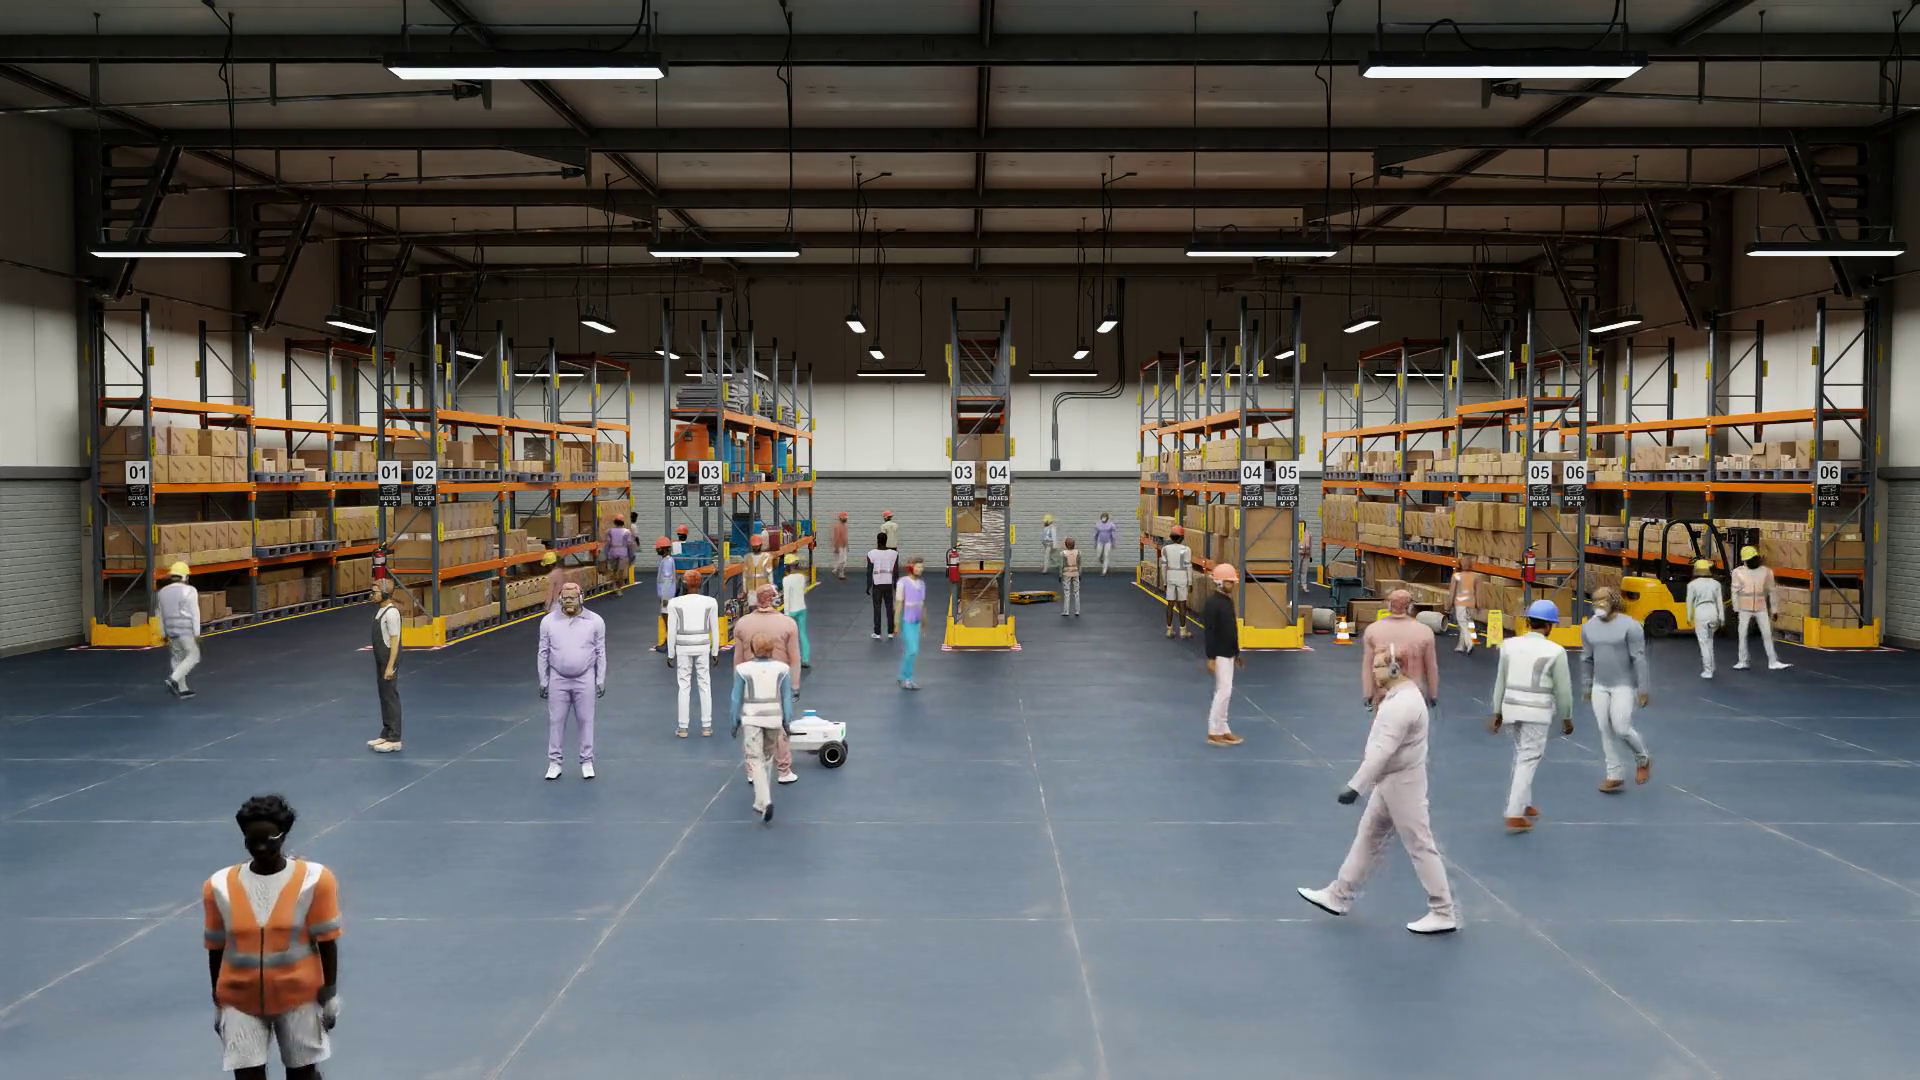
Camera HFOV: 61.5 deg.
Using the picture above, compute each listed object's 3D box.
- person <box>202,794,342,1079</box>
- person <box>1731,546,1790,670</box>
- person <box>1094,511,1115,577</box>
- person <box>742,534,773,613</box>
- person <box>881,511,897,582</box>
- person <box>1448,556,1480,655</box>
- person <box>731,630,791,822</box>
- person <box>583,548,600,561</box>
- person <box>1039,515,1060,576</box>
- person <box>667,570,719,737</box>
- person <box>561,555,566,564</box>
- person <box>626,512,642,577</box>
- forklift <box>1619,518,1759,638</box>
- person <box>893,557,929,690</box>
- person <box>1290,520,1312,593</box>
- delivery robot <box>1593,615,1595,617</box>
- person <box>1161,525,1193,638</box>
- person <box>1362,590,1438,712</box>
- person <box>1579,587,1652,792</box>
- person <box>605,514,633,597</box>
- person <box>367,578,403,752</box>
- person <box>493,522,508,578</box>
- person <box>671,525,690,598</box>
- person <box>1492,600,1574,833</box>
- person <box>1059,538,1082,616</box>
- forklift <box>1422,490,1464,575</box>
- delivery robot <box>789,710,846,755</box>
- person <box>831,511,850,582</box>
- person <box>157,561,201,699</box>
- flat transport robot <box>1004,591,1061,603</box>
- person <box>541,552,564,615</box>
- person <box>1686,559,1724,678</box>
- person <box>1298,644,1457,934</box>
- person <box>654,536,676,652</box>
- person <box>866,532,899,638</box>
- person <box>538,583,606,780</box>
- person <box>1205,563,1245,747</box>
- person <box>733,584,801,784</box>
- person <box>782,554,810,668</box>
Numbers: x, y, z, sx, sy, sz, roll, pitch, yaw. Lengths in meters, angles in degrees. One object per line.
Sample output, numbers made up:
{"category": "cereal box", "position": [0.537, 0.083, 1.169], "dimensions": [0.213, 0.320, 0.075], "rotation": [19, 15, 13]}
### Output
{"category": "person", "position": [-2.792, 1.842, 6.603], "dimensions": [0.534, 1.677, 0.639], "rotation": [0, 2, -12]}
{"category": "person", "position": [12.101, 1.032, 24.407], "dimensions": [0.821, 1.888, 0.382], "rotation": [1, 2, 17]}
{"category": "person", "position": [4.222, 0.119, 47.026], "dimensions": [0.646, 1.913, 0.614], "rotation": [1, 2, 16]}
{"category": "person", "position": [-3.589, 0.848, 28.533], "dimensions": [0.538, 1.916, 0.403], "rotation": [0, 2, 7]}
{"category": "person", "position": [-2.000, 0.177, 44.797], "dimensions": [0.454, 1.981, 0.615], "rotation": [2, 3, 41]}
{"category": "person", "position": [8.335, 1.076, 26.613], "dimensions": [0.523, 1.611, 0.761], "rotation": [0, 2, -10]}
{"category": "person", "position": [-1.691, 1.587, 13.849], "dimensions": [0.525, 1.611, 0.776], "rotation": [-1, 2, -23]}
{"category": "person", "position": [-10.390, 0.230, 45.582], "dimensions": [0.596, 1.803, 0.738], "rotation": [0, 2, 10]}
{"category": "person", "position": [2.687, 0.149, 47.611], "dimensions": [0.774, 1.809, 0.601], "rotation": [-1, 2, -21]}
{"category": "person", "position": [-3.018, 1.274, 18.253], "dimensions": [0.586, 1.883, 0.342], "rotation": [-1, 2, -17]}
{"category": "person", "position": [-11.296, 0.174, 45.793], "dimensions": [0.672, 1.893, 0.558], "rotation": [2, 3, 34]}
{"category": "person", "position": [-9.347, 0.151, 45.977], "dimensions": [0.684, 1.925, 0.615], "rotation": [-2, 3, -40]}
{"category": "forklift", "position": [13.417, 0.684, 29.791], "dimensions": [2.313, 2.155, 1.214], "rotation": [0, 2, 0]}
{"category": "person", "position": [-0.664, 1.146, 22.106], "dimensions": [0.465, 1.828, 0.593], "rotation": [2, 3, 34]}
{"category": "person", "position": [8.559, 0.413, 40.469], "dimensions": [0.626, 1.843, 0.430], "rotation": [-1, 2, -16]}
{"category": "delivery robot", "position": [11.747, 1.473, 29.102], "dimensions": [0.477, 0.478, 0.707], "rotation": [-1, 2, -16]}
{"category": "person", "position": [3.961, 0.752, 29.385], "dimensions": [0.607, 2.048, 0.367], "rotation": [2, 3, 34]}
{"category": "person", "position": [4.102, 1.401, 14.995], "dimensions": [0.664, 1.881, 0.663], "rotation": [1, 2, 24]}
{"category": "person", "position": [6.112, 1.388, 15.058], "dimensions": [0.532, 1.911, 0.669], "rotation": [-1, 3, -33]}
{"category": "person", "position": [-8.299, 0.366, 39.424], "dimensions": [0.643, 2.015, 0.827], "rotation": [0, 2, 1]}
{"category": "person", "position": [-6.166, 1.330, 17.318], "dimensions": [0.337, 1.845, 0.514], "rotation": [-1, 3, -33]}
{"category": "person", "position": [-10.890, 0.506, 38.077], "dimensions": [0.528, 1.854, 0.444], "rotation": [0, 2, 3]}
{"category": "person", "position": [-5.666, 0.663, 32.977], "dimensions": [0.551, 1.937, 0.357], "rotation": [1, 2, 23]}
{"category": "person", "position": [4.792, 1.451, 13.416], "dimensions": [0.776, 1.909, 0.613], "rotation": [-1, 3, -31]}
{"category": "person", "position": [2.316, 0.774, 33.867], "dimensions": [0.513, 1.642, 0.311], "rotation": [-1, 2, -16]}
{"category": "forklift", "position": [13.926, -0.371, 47.846], "dimensions": [1.873, 2.768, 1.129], "rotation": [0, 2, 0]}
{"category": "delivery robot", "position": [-1.521, 1.976, 16.441], "dimensions": [0.707, 0.478, 0.477], "rotation": [0, 2, -2]}
{"category": "person", "position": [-3.257, 0.175, 44.744], "dimensions": [0.449, 1.973, 0.645], "rotation": [1, 2, 22]}
{"category": "person", "position": [-10.242, 1.190, 21.166], "dimensions": [0.611, 1.820, 0.515], "rotation": [1, 2, 17]}
{"category": "flat transport robot", "position": [1.672, 1.318, 37.683], "dimensions": [0.652, 0.197, 1.431], "rotation": [2, 3, 41]}
{"category": "person", "position": [-6.531, 1.043, 26.133], "dimensions": [0.339, 1.720, 0.682], "rotation": [0, 2, 7]}
{"category": "person", "position": [10.899, 1.145, 23.696], "dimensions": [0.500, 1.701, 0.683], "rotation": [0, 2, -3]}
{"category": "person", "position": [2.733, 1.601, 10.460], "dimensions": [1.020, 1.845, 0.651], "rotation": [0, 2, 11]}
{"category": "person", "position": [-4.943, 0.900, 27.022], "dimensions": [0.360, 1.936, 0.551], "rotation": [0, 2, -10]}
{"category": "person", "position": [-1.402, 0.819, 29.296], "dimensions": [0.600, 1.915, 0.376], "rotation": [-1, 2, -17]}
{"category": "person", "position": [-3.769, 1.365, 15.688], "dimensions": [0.645, 1.907, 0.400], "rotation": [0, 2, -9]}
{"category": "person", "position": [2.884, 1.245, 17.680], "dimensions": [0.405, 1.991, 0.638], "rotation": [1, 3, 26]}
{"category": "person", "position": [-1.833, 1.376, 15.460], "dimensions": [0.644, 1.904, 0.399], "rotation": [0, 2, 8]}
{"category": "person", "position": [-2.611, 1.089, 24.800], "dimensions": [0.767, 1.739, 0.529], "rotation": [2, 3, 39]}
